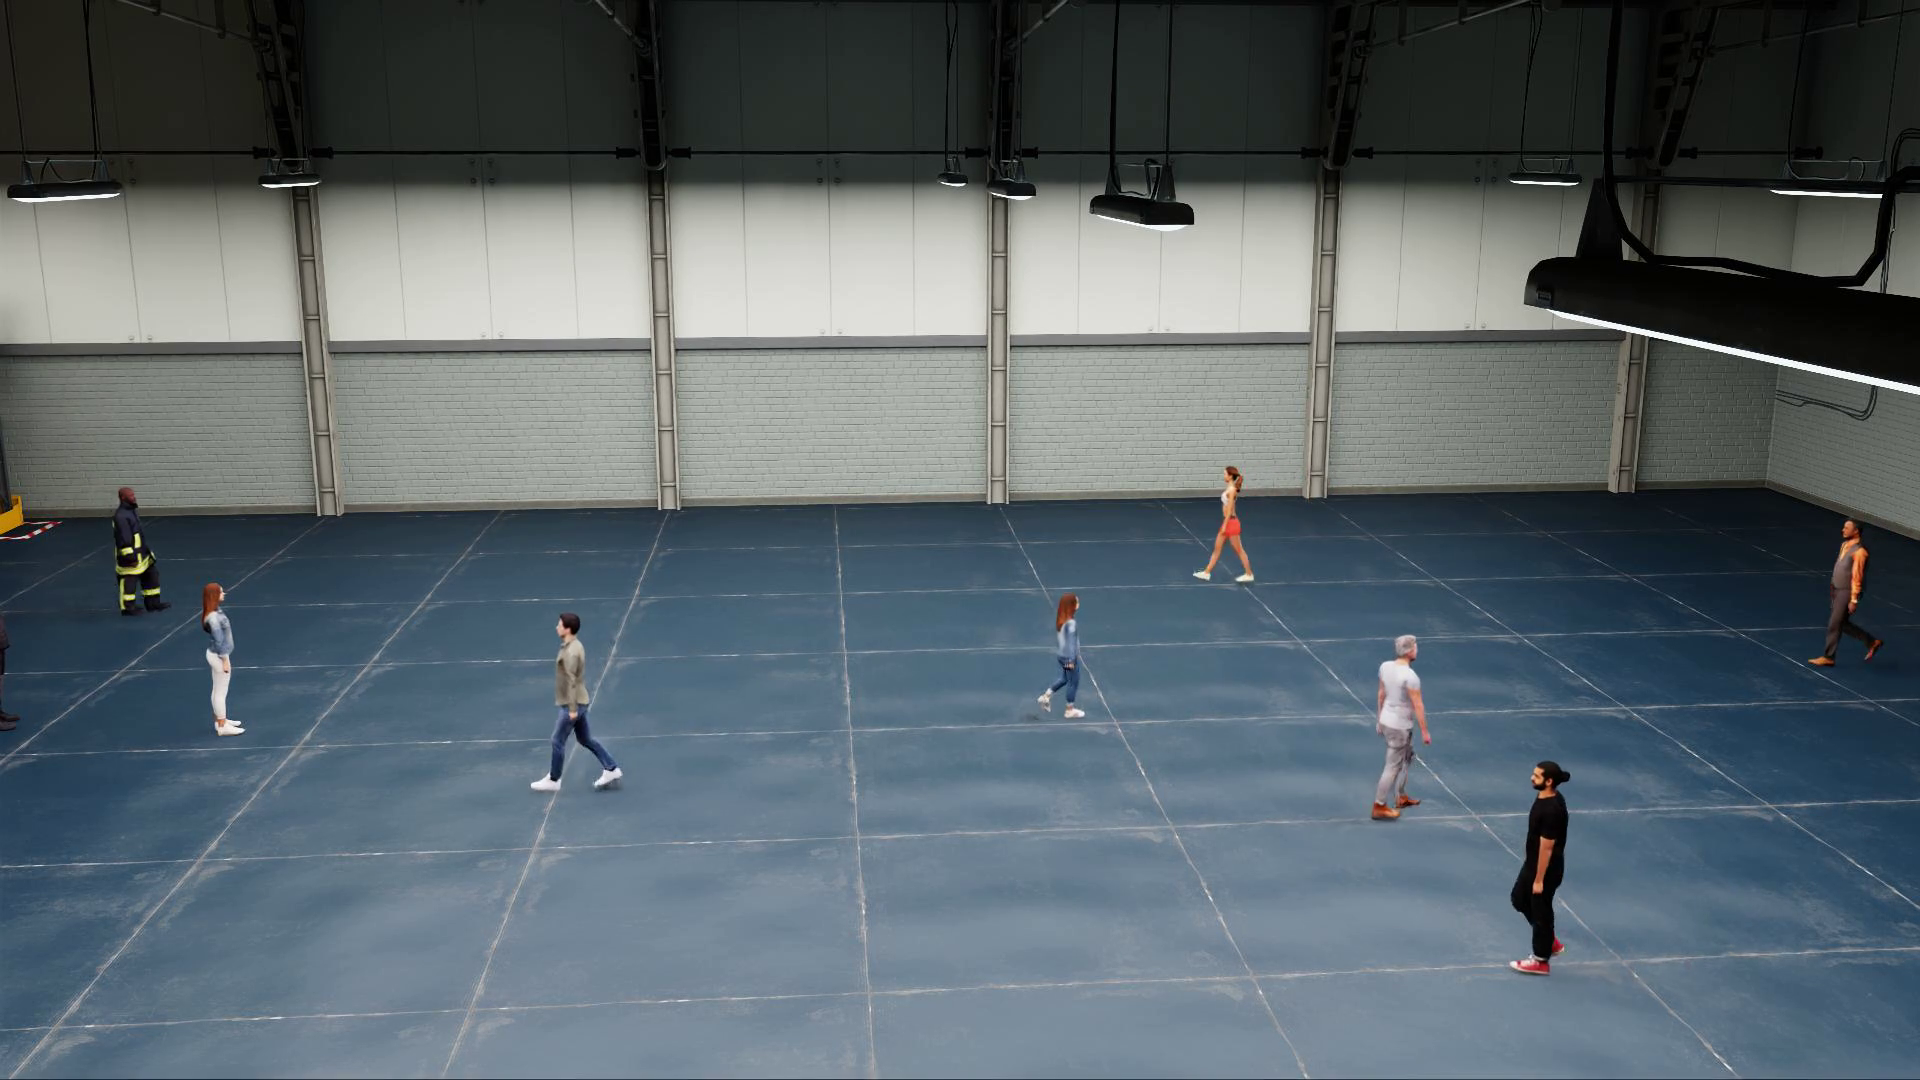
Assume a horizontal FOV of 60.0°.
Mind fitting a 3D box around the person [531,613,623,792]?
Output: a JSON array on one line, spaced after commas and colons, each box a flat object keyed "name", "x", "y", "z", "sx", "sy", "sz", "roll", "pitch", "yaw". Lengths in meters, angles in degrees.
[{"name": "person", "x": -3.775, "y": 1.631, "z": 16.621, "sx": 1.112, "sy": 1.845, "sz": 0.695, "roll": -1, "pitch": 13, "yaw": -6}]

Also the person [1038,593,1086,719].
[{"name": "person", "x": 1.149, "y": 1.320, "z": 18.807, "sx": 0.815, "sy": 1.463, "sz": 0.663, "roll": -4, "pitch": 14, "yaw": -16}]

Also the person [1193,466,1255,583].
[{"name": "person", "x": 4.103, "y": -0.184, "z": 24.688, "sx": 1.184, "sy": 1.741, "sz": 0.749, "roll": 1, "pitch": 13, "yaw": 6}]

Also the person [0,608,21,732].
[{"name": "person", "x": -10.839, "y": 1.198, "z": 18.537, "sx": 0.730, "sy": 1.825, "sz": 0.779, "roll": -6, "pitch": 14, "yaw": -23}]

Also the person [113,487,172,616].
[{"name": "person", "x": -11.584, "y": 0.160, "z": 23.054, "sx": 0.848, "sy": 1.808, "sz": 0.738, "roll": -1, "pitch": 13, "yaw": -4}]

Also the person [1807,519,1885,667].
[{"name": "person", "x": 11.103, "y": 0.683, "z": 20.629, "sx": 1.193, "sy": 1.884, "sz": 0.859, "roll": 2, "pitch": 13, "yaw": 7}]

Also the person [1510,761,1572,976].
[{"name": "person", "x": 4.598, "y": 2.545, "z": 12.882, "sx": 0.743, "sy": 1.752, "sz": 0.726, "roll": 3, "pitch": 13, "yaw": 11}]

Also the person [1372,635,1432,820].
[{"name": "person", "x": 4.111, "y": 1.810, "z": 15.940, "sx": 0.869, "sy": 1.803, "sz": 0.774, "roll": -3, "pitch": 13, "yaw": -11}]

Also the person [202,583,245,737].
[{"name": "person", "x": -8.189, "y": 1.305, "z": 18.344, "sx": 0.664, "sy": 1.703, "sz": 0.682, "roll": -7, "pitch": 15, "yaw": -29}]
